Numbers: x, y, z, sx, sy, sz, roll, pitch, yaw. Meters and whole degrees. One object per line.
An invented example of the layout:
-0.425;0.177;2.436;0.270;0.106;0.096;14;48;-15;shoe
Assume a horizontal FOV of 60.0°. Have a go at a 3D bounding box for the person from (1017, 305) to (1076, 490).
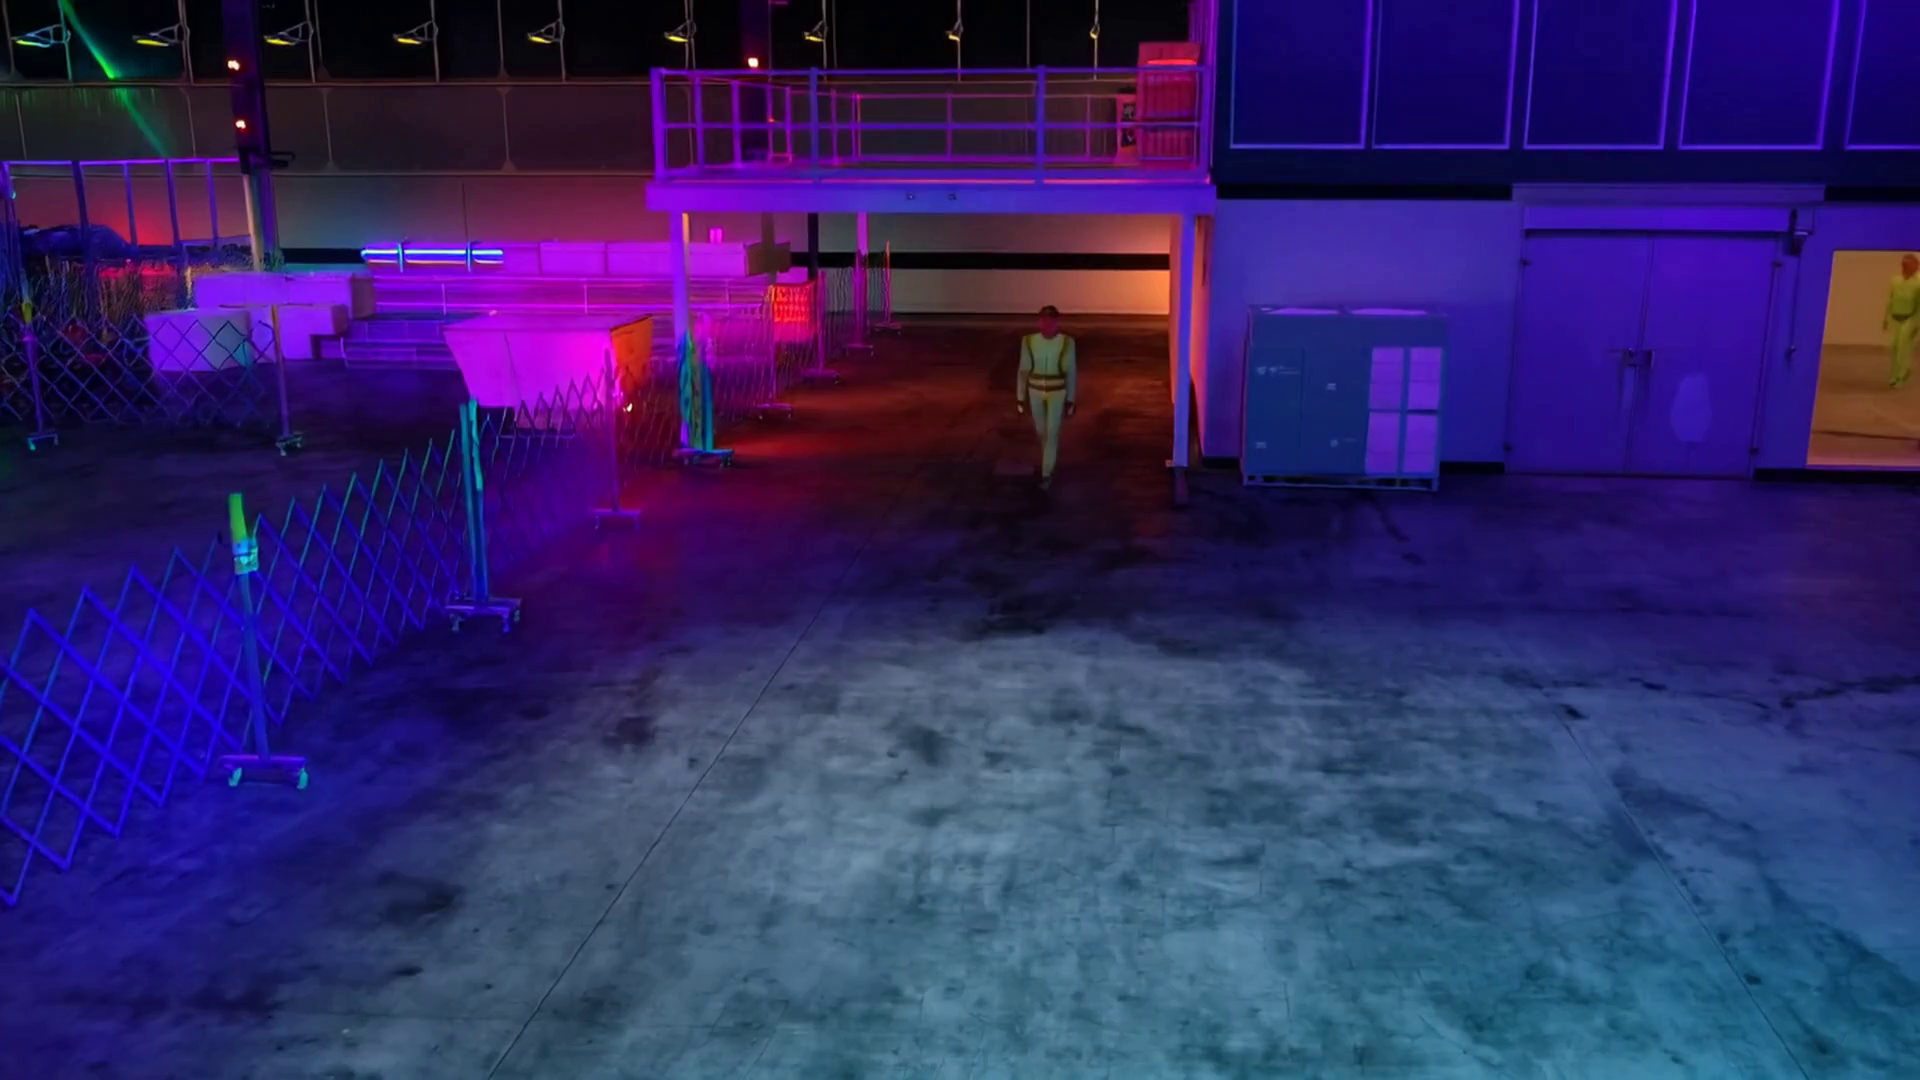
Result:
0.899;-1.498;17.079;0.586;1.850;0.927;3;14;13;person
